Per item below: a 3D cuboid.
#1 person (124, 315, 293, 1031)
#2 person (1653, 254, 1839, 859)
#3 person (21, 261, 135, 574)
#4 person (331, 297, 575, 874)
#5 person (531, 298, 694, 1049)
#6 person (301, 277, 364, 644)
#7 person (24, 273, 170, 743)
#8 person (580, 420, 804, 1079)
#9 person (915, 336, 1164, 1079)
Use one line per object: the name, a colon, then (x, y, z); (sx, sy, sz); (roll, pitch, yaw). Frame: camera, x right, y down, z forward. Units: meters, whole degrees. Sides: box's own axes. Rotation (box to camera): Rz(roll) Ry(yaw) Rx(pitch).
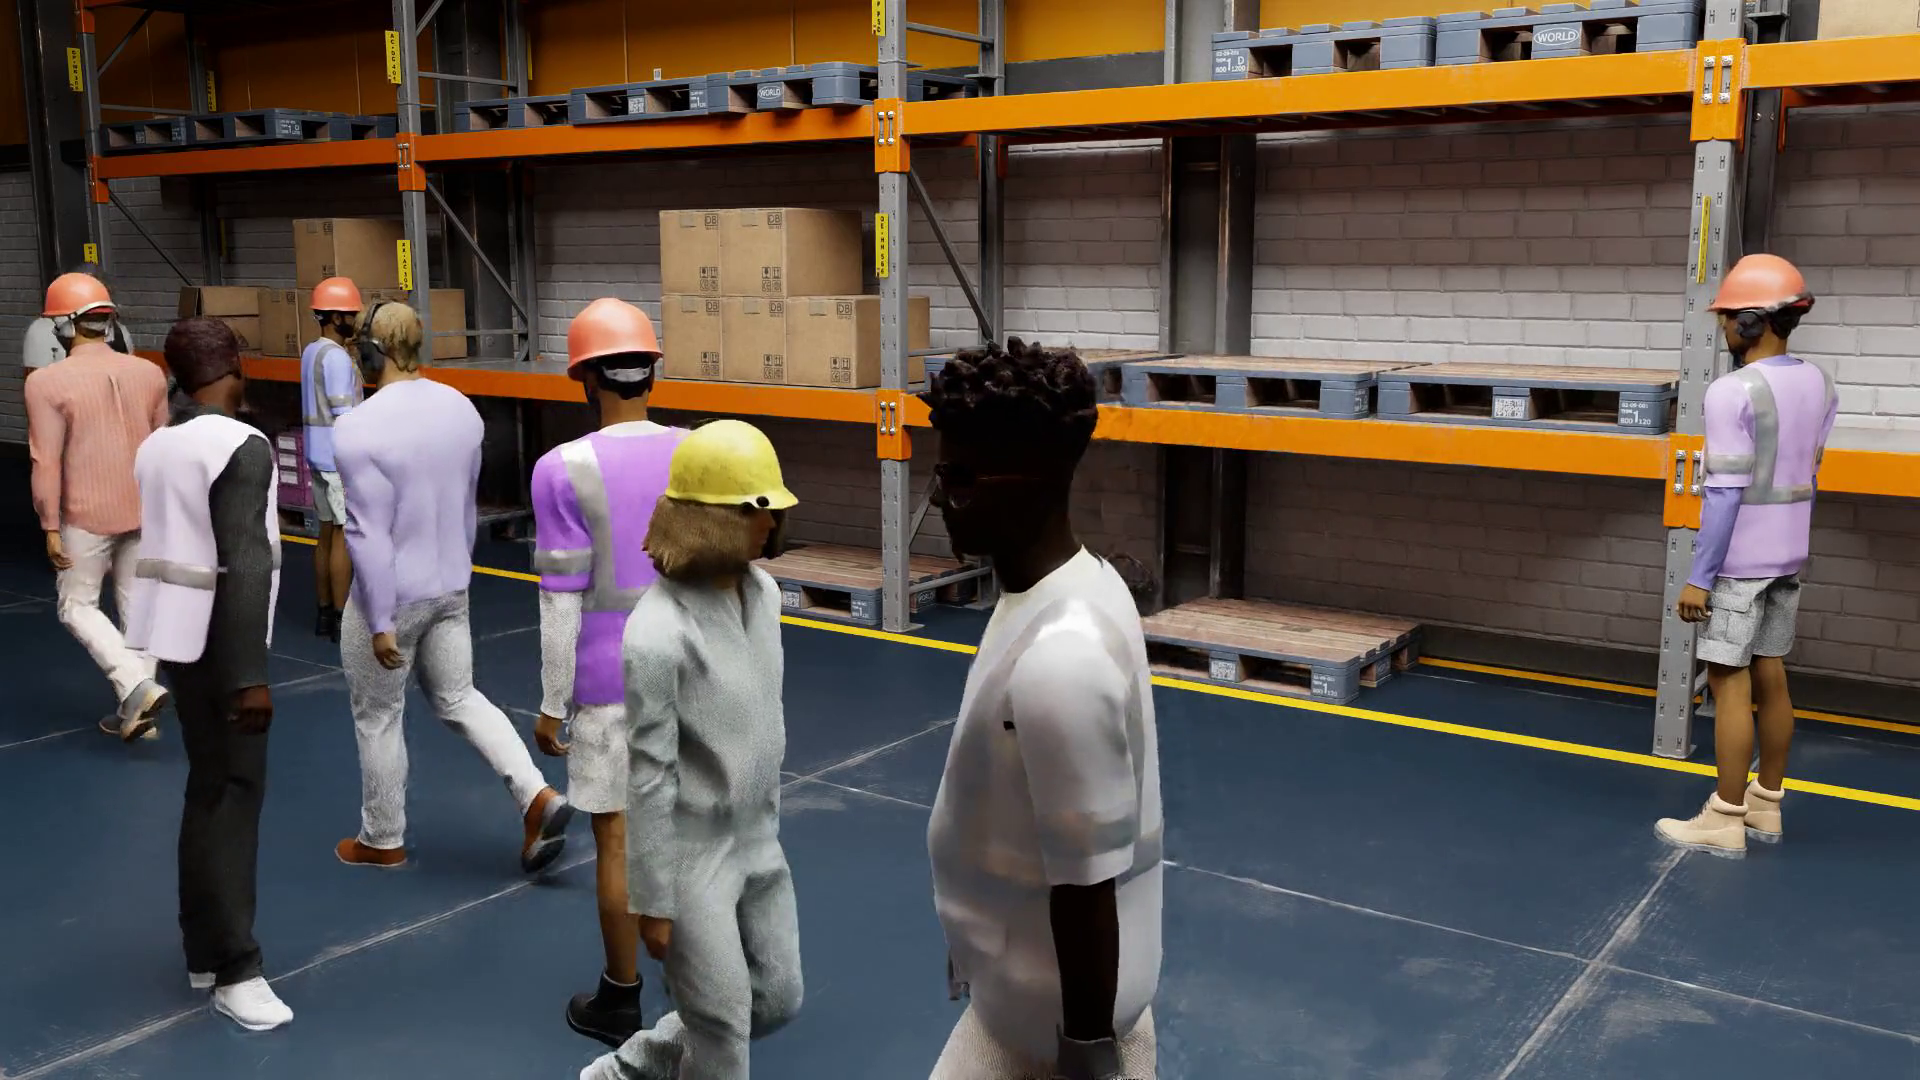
person: (-2.002, 0.344, 4.507); (0.757, 1.877, 0.387); (9, 13, 43)
person: (2.670, 0.061, 5.665); (0.608, 2.045, 0.369); (-7, 12, -34)
person: (-5.531, -0.771, 10.630); (0.536, 2.000, 0.710); (5, 11, 28)
person: (-1.696, 0.181, 5.349); (0.851, 1.917, 0.629); (5, 11, 26)
person: (-0.853, 0.347, 4.311); (0.543, 1.928, 0.373); (-8, 12, -38)
person: (-3.288, -0.424, 8.873); (0.374, 1.935, 0.552); (-7, 12, -36)
person: (-3.483, -0.106, 6.873); (0.593, 1.979, 0.631); (6, 11, 32)
person: (-0.546, 0.610, 3.323); (0.532, 1.725, 0.500); (4, 10, 23)
person: (0.219, 0.645, 2.582); (0.977, 1.930, 0.612); (1, 10, 8)
